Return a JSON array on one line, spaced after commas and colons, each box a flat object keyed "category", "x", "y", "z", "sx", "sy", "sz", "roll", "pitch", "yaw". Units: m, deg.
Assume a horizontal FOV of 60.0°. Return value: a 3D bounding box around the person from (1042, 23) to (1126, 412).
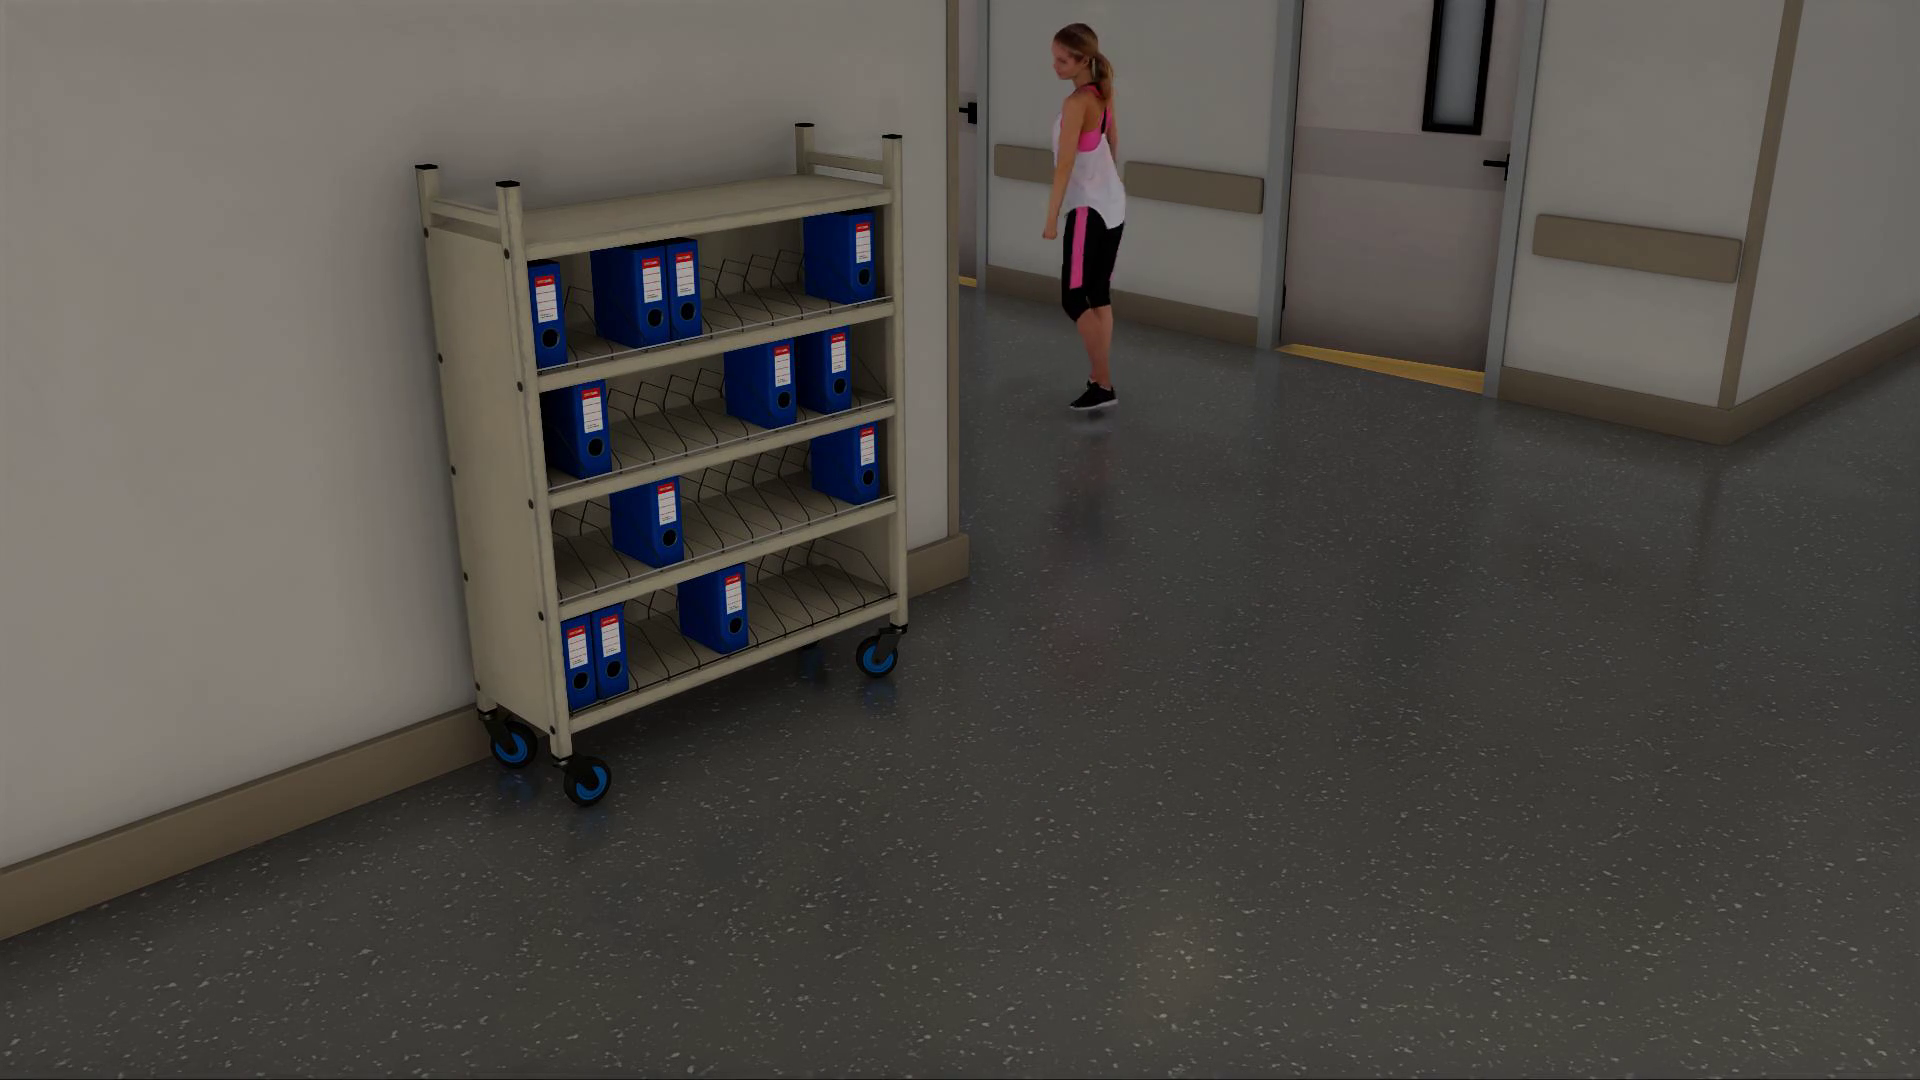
[{"category": "person", "x": 0.644, "y": -1.491, "z": 7.715, "sx": 0.622, "sy": 1.751, "sz": 0.823, "roll": -19, "pitch": 28, "yaw": -40}]
